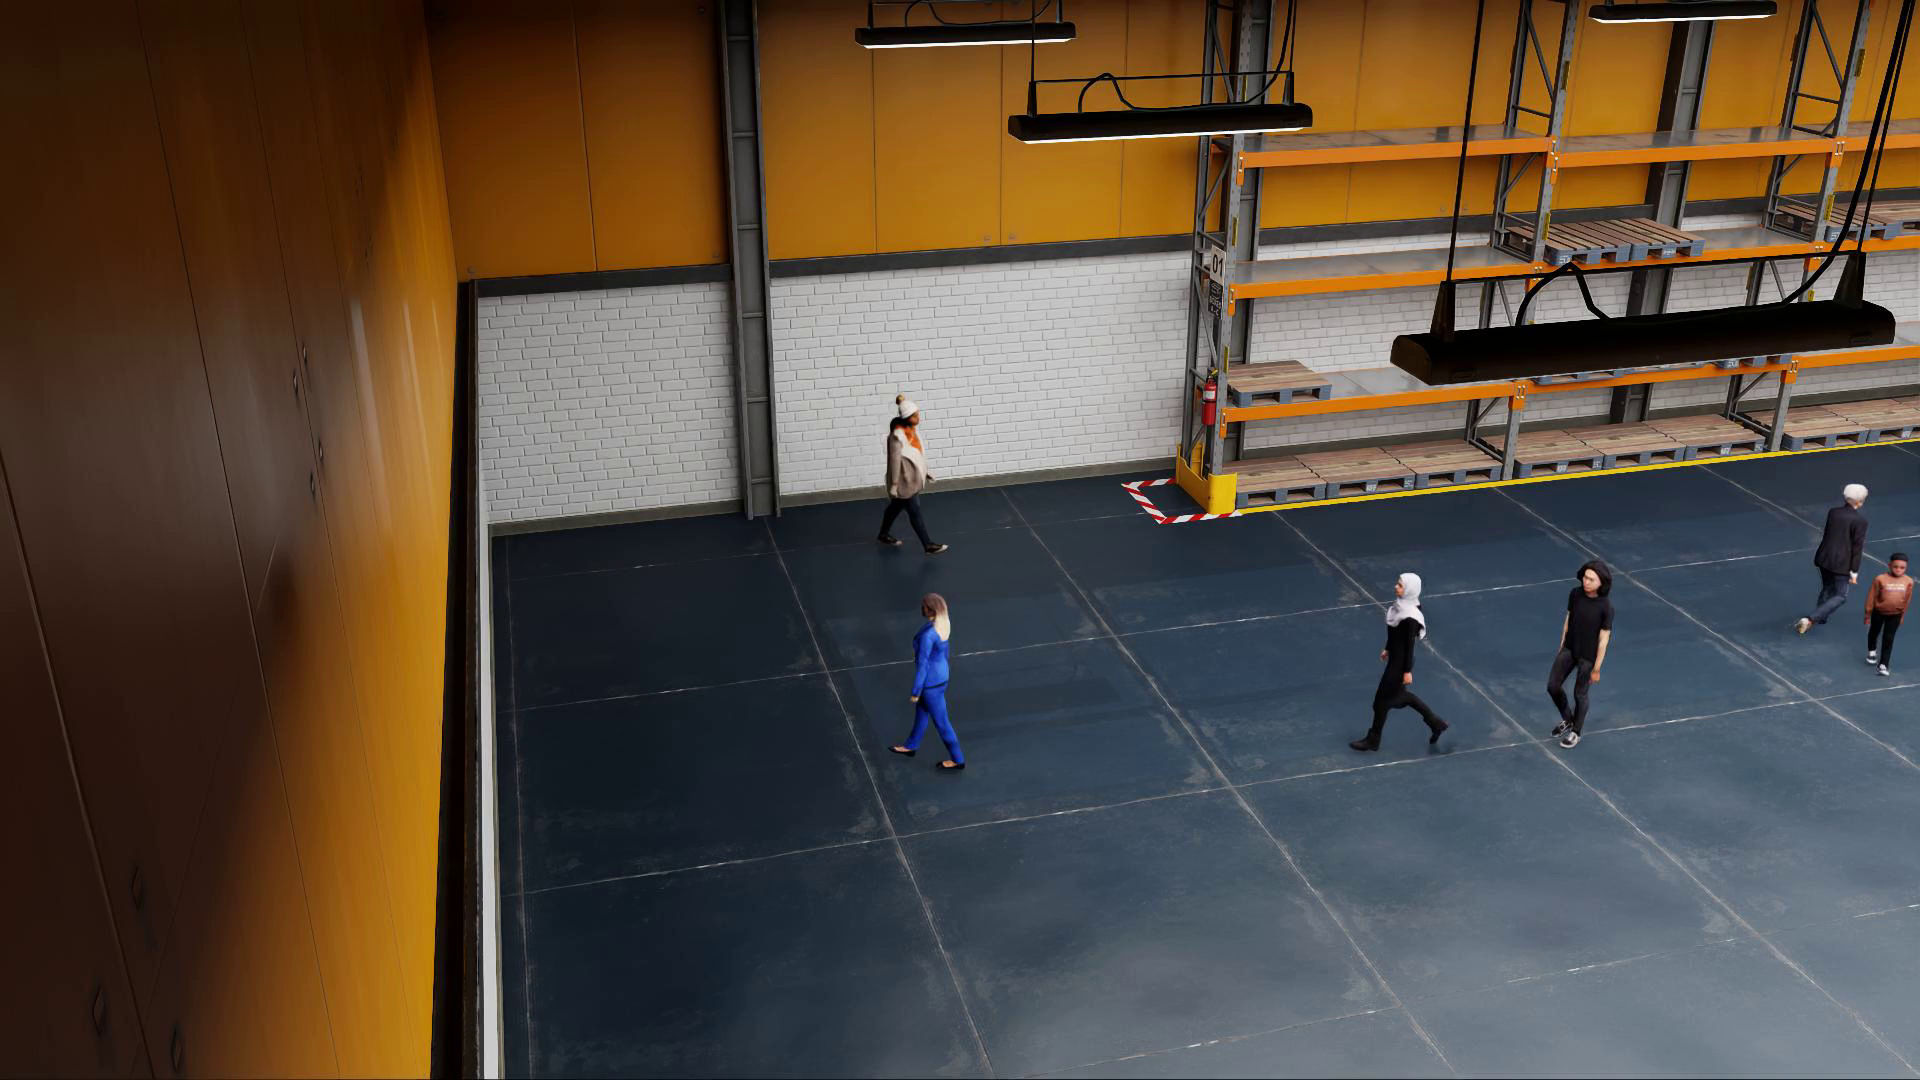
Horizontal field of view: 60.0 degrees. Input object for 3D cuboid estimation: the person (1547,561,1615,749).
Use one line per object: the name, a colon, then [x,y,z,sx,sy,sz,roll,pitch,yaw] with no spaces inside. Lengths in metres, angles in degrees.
person: [5.600,0.985,14.829,0.715,1.821,0.734,-14,27,-30]

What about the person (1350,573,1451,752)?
person: [3.956,1.100,14.650,1.171,1.755,0.860,2,24,4]

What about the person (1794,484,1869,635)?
person: [8.933,0.288,17.021,0.862,1.751,0.771,-8,25,-19]

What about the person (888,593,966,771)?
person: [-0.155,1.259,14.396,1.089,1.668,0.939,6,24,14]

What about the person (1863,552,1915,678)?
person: [9.048,0.689,16.258,0.911,1.218,0.909,9,25,19]

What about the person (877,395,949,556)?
person: [-0.700,-0.728,18.714,1.262,1.848,1.085,7,25,15]
